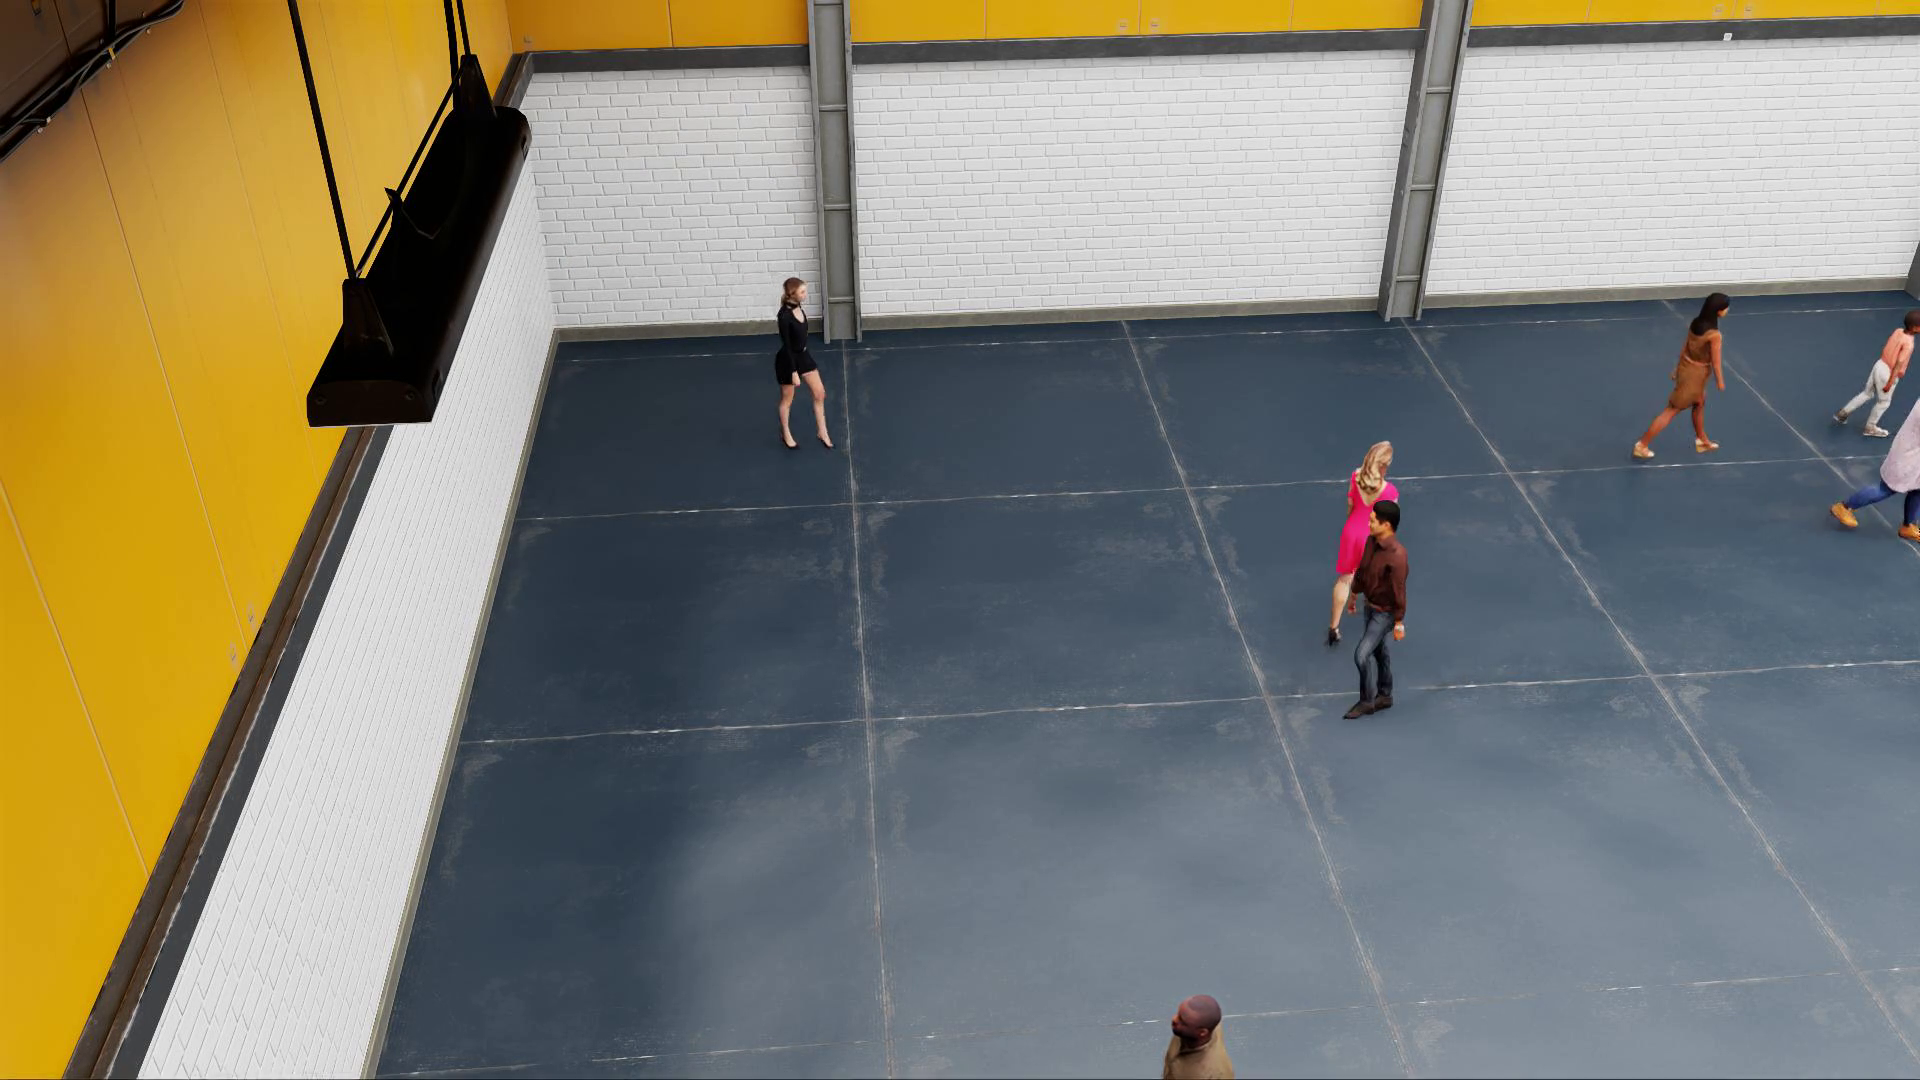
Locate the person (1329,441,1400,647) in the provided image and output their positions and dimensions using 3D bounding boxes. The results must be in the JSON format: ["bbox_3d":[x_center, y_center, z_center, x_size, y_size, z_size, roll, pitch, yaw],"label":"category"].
[{"bbox_3d":[3.031,0.056,12.694,1.022,1.684,1.084,25,41,32],"label":"person"}]

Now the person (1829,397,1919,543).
[{"bbox_3d":[7.885,-0.748,13.884,1.165,1.705,1.067,20,39,27],"label":"person"}]

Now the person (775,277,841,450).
[{"bbox_3d":[-1.574,-1.590,15.112,0.907,1.749,0.793,12,36,18],"label":"person"}]

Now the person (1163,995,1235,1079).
[{"bbox_3d":[1.153,2.895,8.295,0.579,1.825,0.722,-4,34,-6],"label":"person"}]

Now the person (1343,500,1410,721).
[{"bbox_3d":[3.111,0.495,11.971,0.733,1.753,0.740,-10,35,-15],"label":"person"}]

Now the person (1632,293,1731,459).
[{"bbox_3d":[6.485,-1.406,14.937,1.049,1.637,0.587,-1,34,-2],"label":"person"}]

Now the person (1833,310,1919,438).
[{"bbox_3d":[8.568,-1.560,15.482,0.761,1.289,0.590,2,34,3],"label":"person"}]
